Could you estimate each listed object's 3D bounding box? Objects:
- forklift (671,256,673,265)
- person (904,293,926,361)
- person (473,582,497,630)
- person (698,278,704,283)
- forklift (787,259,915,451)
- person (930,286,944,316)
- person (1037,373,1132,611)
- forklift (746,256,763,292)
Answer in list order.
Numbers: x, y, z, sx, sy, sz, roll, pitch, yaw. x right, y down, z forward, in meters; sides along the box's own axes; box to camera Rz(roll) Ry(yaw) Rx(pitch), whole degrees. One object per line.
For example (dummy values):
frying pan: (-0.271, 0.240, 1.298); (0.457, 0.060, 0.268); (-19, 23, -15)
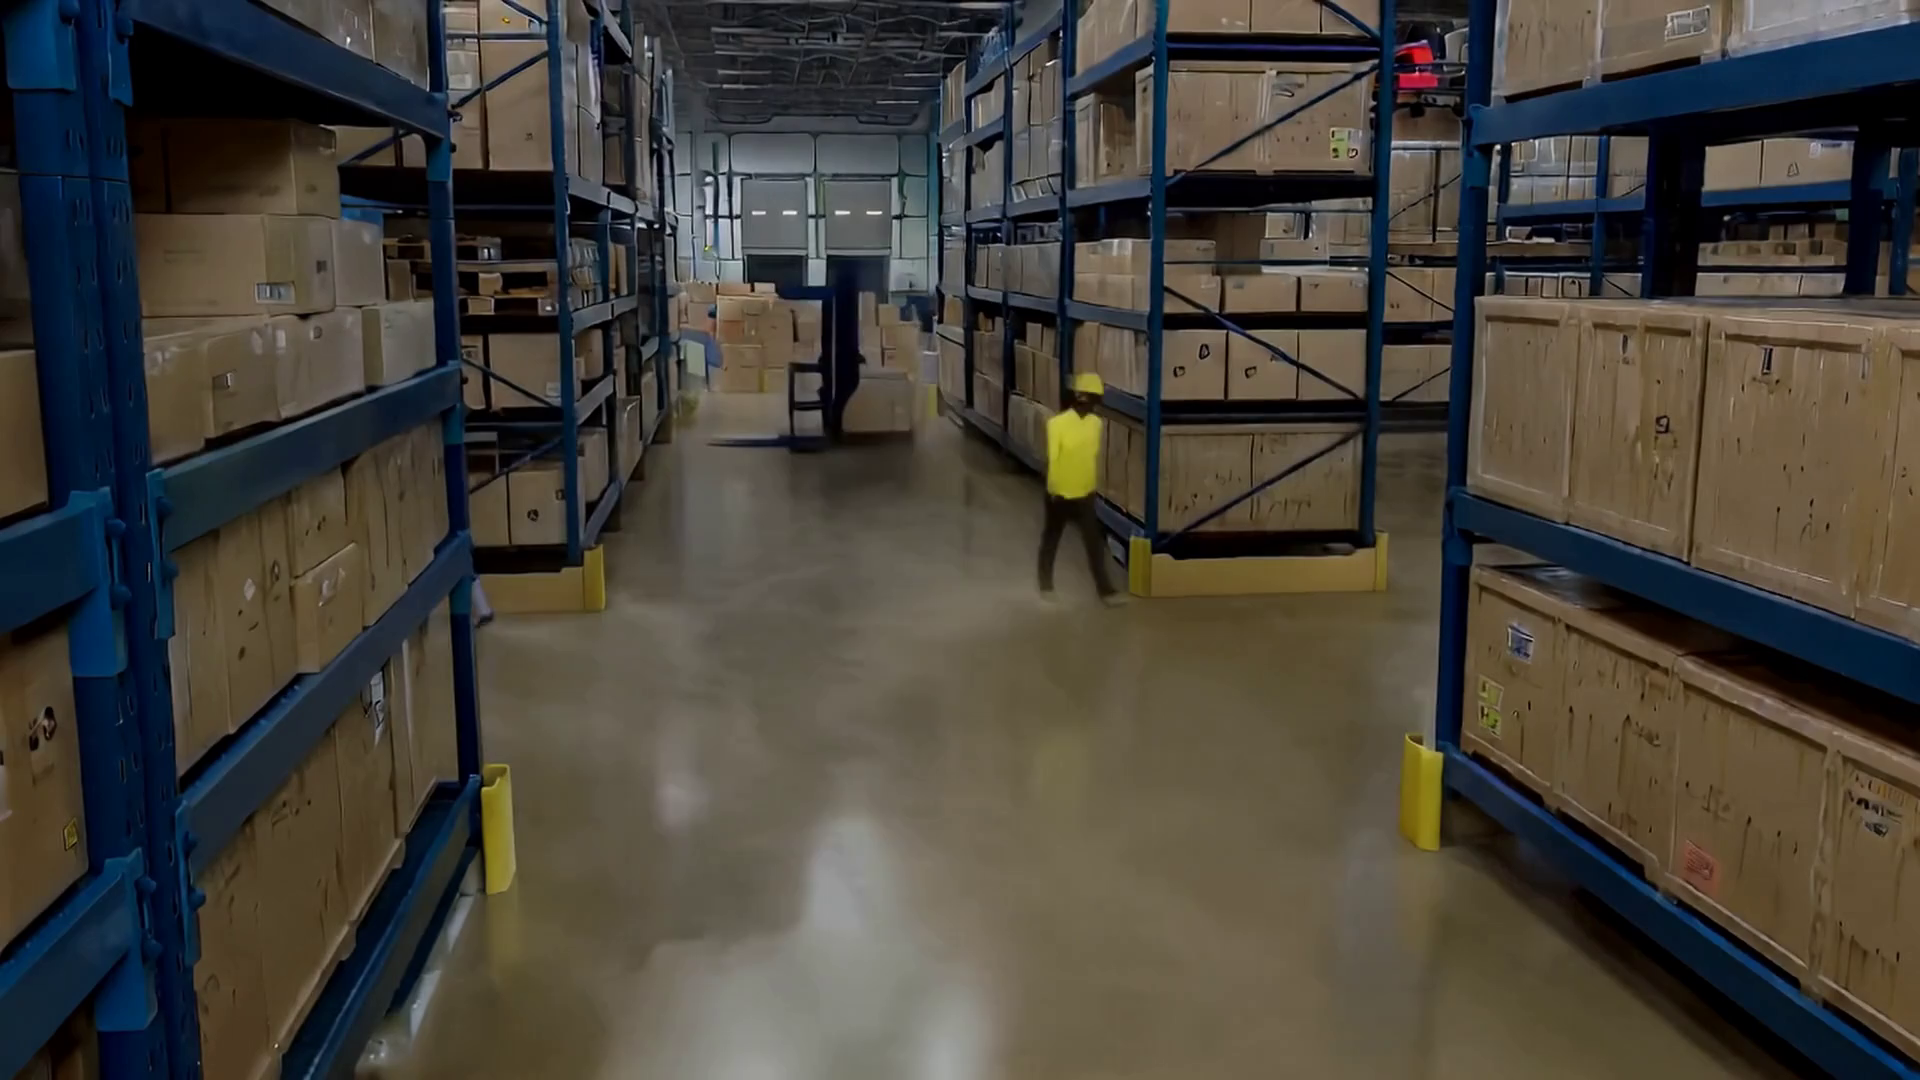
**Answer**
forklift: (-10.987, -9.066, 61.344); (1.129, 2.768, 1.873); (-1, 10, -7)
person: (-1.315, -5.780, 45.156); (0.980, 1.878, 0.593); (1, 10, 5)
person: (-3.975, -0.053, 12.632); (0.859, 1.592, 0.509); (-2, 10, -9)
person: (-10.746, -9.882, 68.872); (0.545, 1.930, 0.394); (-7, 12, -35)
forklift: (-1.650, -2.756, 24.608); (1.873, 2.768, 1.129); (-1, 10, -7)
person: (-0.728, -7.777, 56.582); (0.635, 1.937, 0.352); (-6, 12, -33)
person: (0.978, -0.380, 13.538); (0.647, 1.920, 1.021); (-7, 12, -36)
forklift: (-7.237, -8.630, 58.809); (1.873, 2.768, 1.129); (-4, 11, -24)
